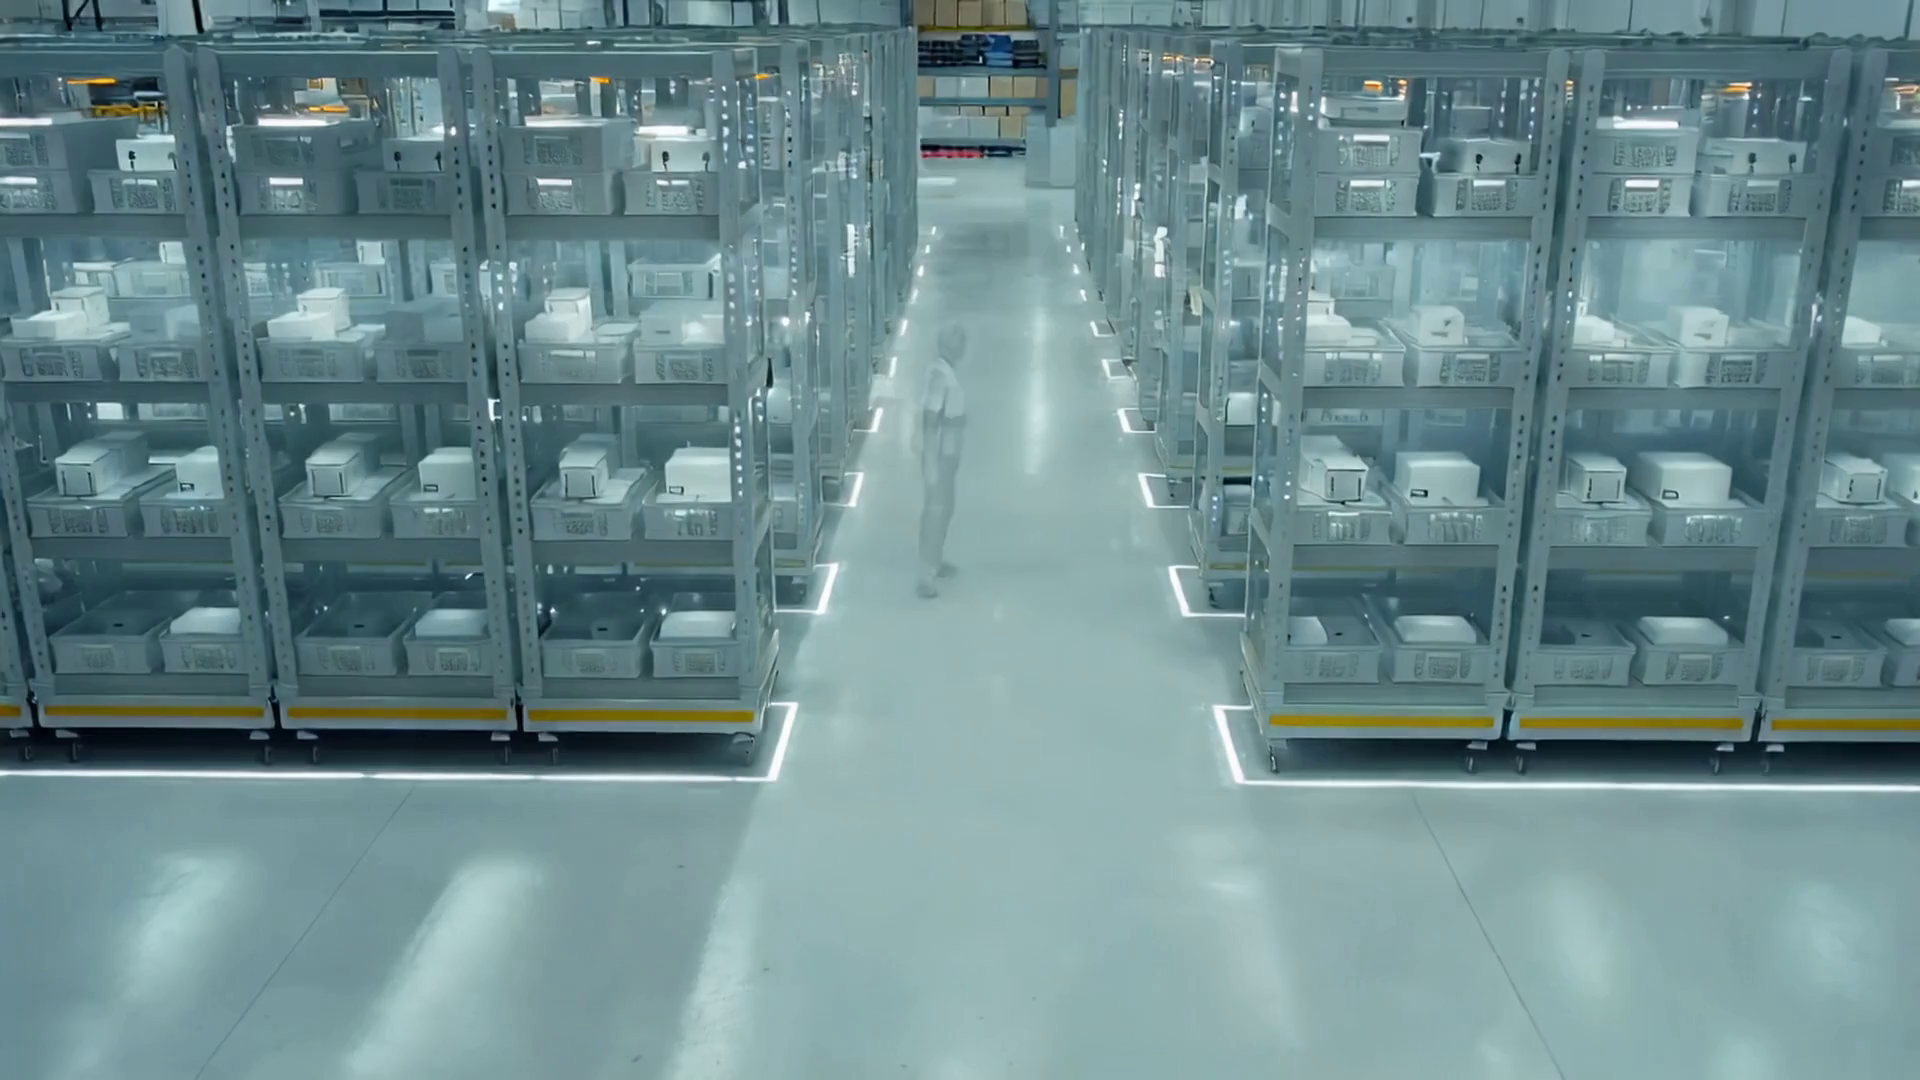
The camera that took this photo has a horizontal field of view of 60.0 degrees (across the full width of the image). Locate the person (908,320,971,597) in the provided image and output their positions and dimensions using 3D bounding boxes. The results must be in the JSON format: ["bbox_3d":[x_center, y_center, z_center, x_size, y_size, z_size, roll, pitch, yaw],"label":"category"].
[{"bbox_3d":[-0.148,-0.552,11.171,0.406,1.808,0.722,3,18,8],"label":"person"}]

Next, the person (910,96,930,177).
[{"bbox_3d":[-1.165,-9.753,40.254,0.992,1.955,0.611,-10,20,-28],"label":"person"}]
